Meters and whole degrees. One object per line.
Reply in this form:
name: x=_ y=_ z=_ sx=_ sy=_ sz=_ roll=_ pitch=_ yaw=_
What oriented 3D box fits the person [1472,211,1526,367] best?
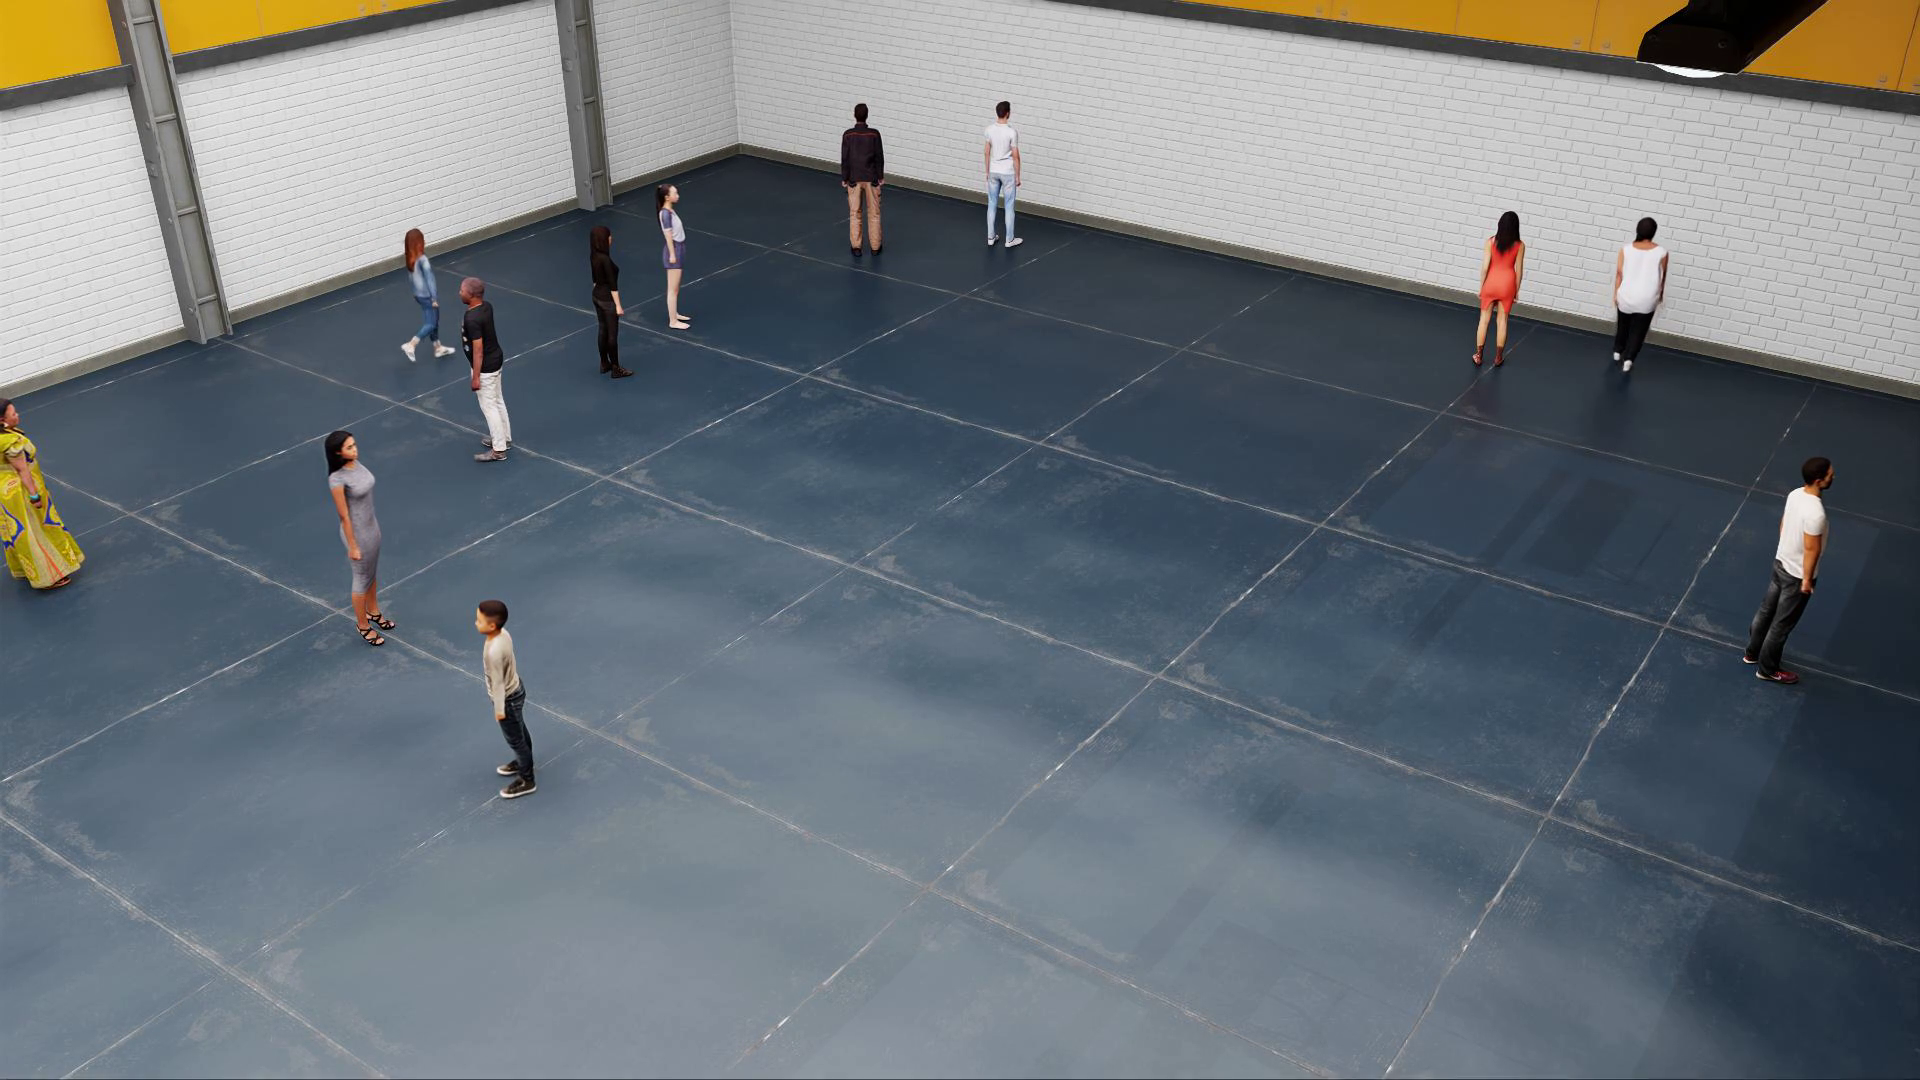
person: x=5.769 y=-2.689 z=17.804 sx=0.654 sy=1.719 sz=0.641 roll=7 pitch=29 yaw=12

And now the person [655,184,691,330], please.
person: x=-3.274 y=-3.234 z=18.876 sx=0.728 sy=1.650 sz=0.648 roll=-2 pitch=29 yaw=-4

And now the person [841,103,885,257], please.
person: x=-1.230 y=-4.548 z=20.998 sx=0.790 sy=1.925 sz=0.830 roll=-3 pitch=29 yaw=-5

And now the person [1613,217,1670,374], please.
person: x=7.204 y=-2.581 z=17.660 sx=0.650 sy=1.668 sz=0.939 roll=18 pitch=33 yaw=29

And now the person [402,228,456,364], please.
person: x=-5.828 y=-2.613 z=17.932 sx=0.890 sy=1.464 sz=0.670 roll=-25 pitch=38 yaw=-38

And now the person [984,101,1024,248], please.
person: x=0.541 y=-4.698 z=21.350 sx=0.663 sy=1.851 sz=0.564 roll=15 pitch=32 yaw=25

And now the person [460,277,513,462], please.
person: x=-4.496 y=-1.634 z=15.781 sx=0.820 sy=1.805 sz=0.728 roll=0 pitch=29 yaw=0

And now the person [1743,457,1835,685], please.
person: x=6.217 y=0.202 z=12.416 sx=0.781 sy=1.804 sz=0.666 roll=1 pitch=29 yaw=2

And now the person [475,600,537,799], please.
person: x=-3.056 y=1.042 z=11.236 sx=0.657 sy=1.459 sz=0.612 roll=-7 pitch=29 yaw=-13

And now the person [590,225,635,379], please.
person: x=-3.748 y=-2.527 z=17.589 sx=0.572 sy=1.642 sz=0.615 roll=-23 pitch=36 yaw=-35

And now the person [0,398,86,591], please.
person: x=-7.715 y=-0.398 z=13.666 sx=0.879 sy=1.659 sz=0.801 roll=23 pitch=36 yaw=36

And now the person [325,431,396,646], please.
person: x=-4.647 y=-0.032 z=12.868 sx=0.733 sy=1.781 sz=0.623 roll=3 pitch=29 yaw=5
